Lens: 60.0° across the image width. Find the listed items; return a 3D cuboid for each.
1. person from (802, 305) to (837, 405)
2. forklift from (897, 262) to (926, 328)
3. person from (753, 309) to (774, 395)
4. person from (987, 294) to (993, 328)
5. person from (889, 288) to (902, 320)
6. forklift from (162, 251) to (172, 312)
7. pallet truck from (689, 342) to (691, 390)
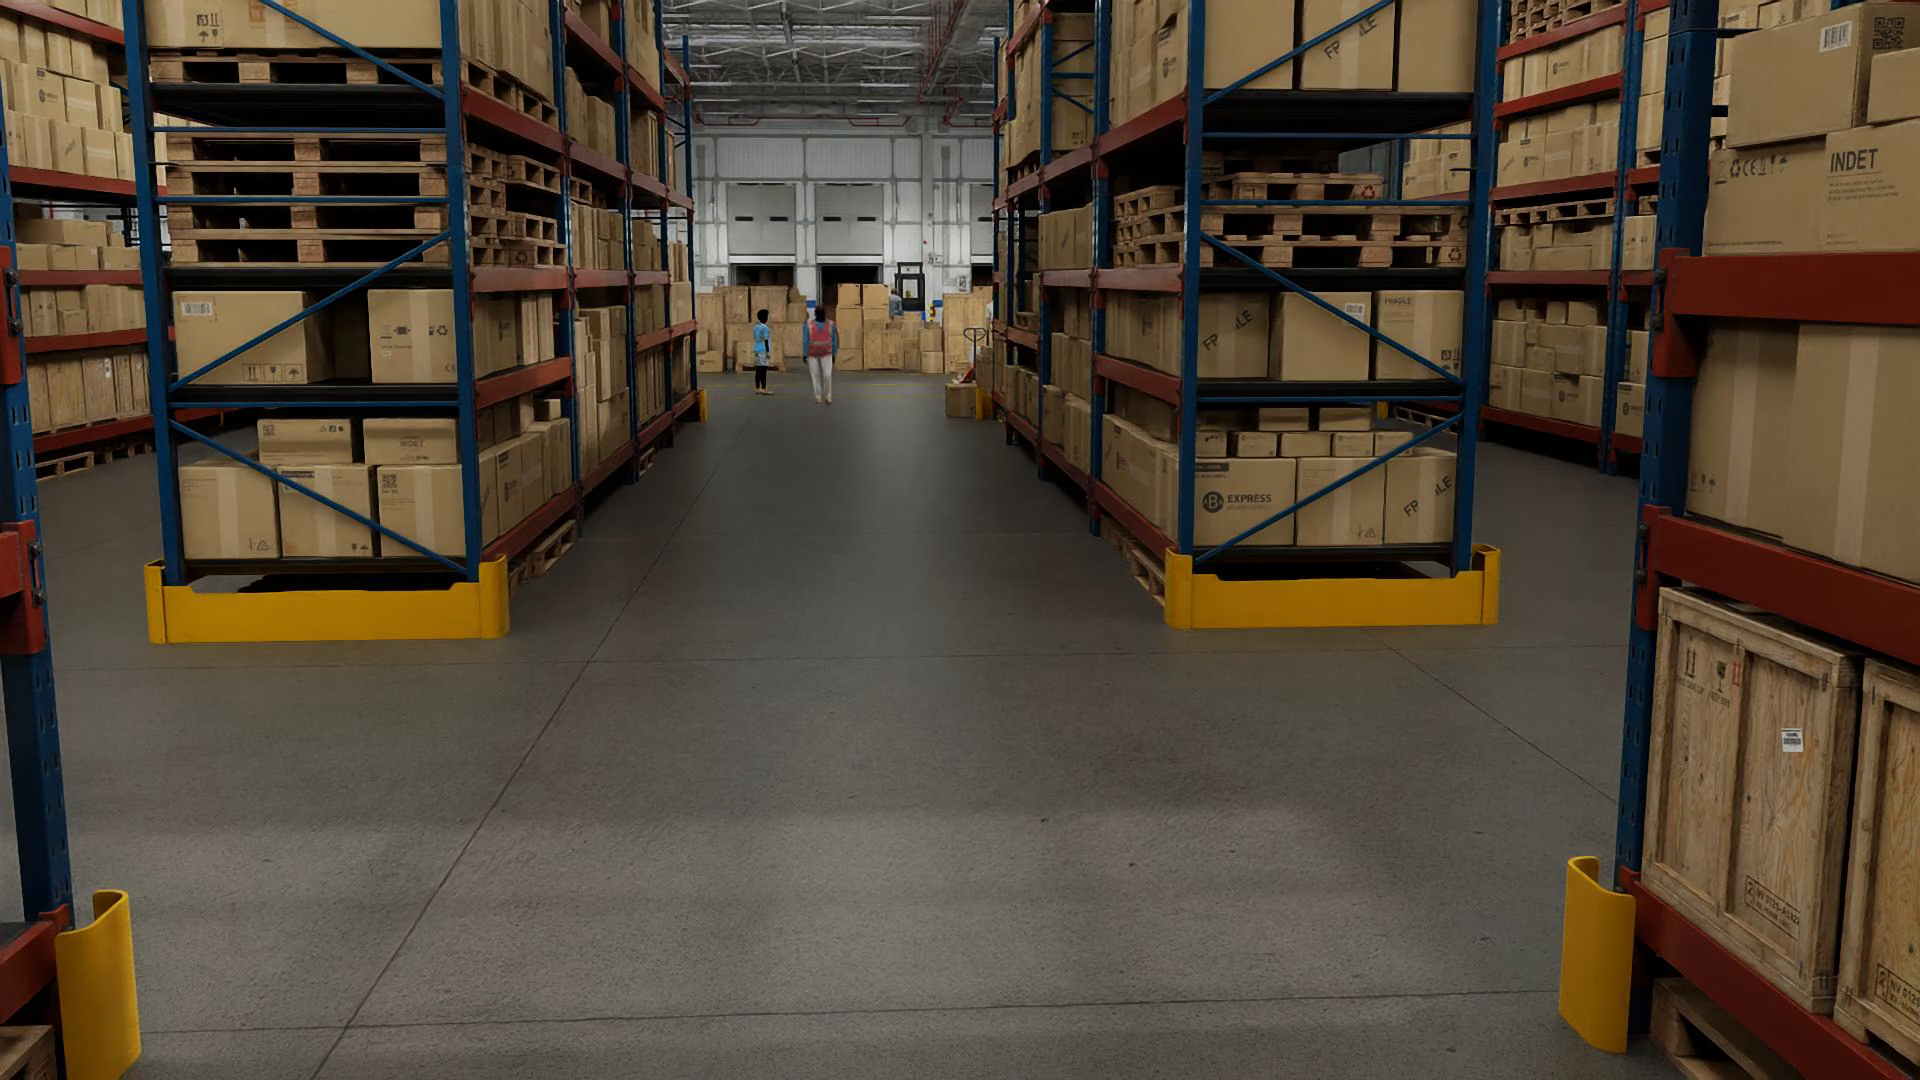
[{"bbox_3d":[-2.543,-3.341,30.186,0.632,1.803,0.914,-1,9,-4],"label":"person"},{"bbox_3d":[-1.780,-8.547,59.499,1.129,2.768,1.873,-1,9,-4],"label":"forklift"},{"bbox_3d":[-3.886,-3.700,32.769,0.318,1.696,0.533,-5,11,-31],"label":"person"},{"bbox_3d":[0.947,-5.534,43.575,0.624,1.930,0.380,0,9,1],"label":"person"},{"bbox_3d":[-2.318,-7.829,57.976,0.636,1.931,0.377,3,10,20],"label":"person"},{"bbox_3d":[-15.789,-4.247,32.495,1.129,2.768,1.873,-1,9,-4],"label":"forklift"},{"bbox_3d":[-5.225,-3.008,27.480,1.885,1.965,0.823,2,9,14],"label":"pallet truck"}]
